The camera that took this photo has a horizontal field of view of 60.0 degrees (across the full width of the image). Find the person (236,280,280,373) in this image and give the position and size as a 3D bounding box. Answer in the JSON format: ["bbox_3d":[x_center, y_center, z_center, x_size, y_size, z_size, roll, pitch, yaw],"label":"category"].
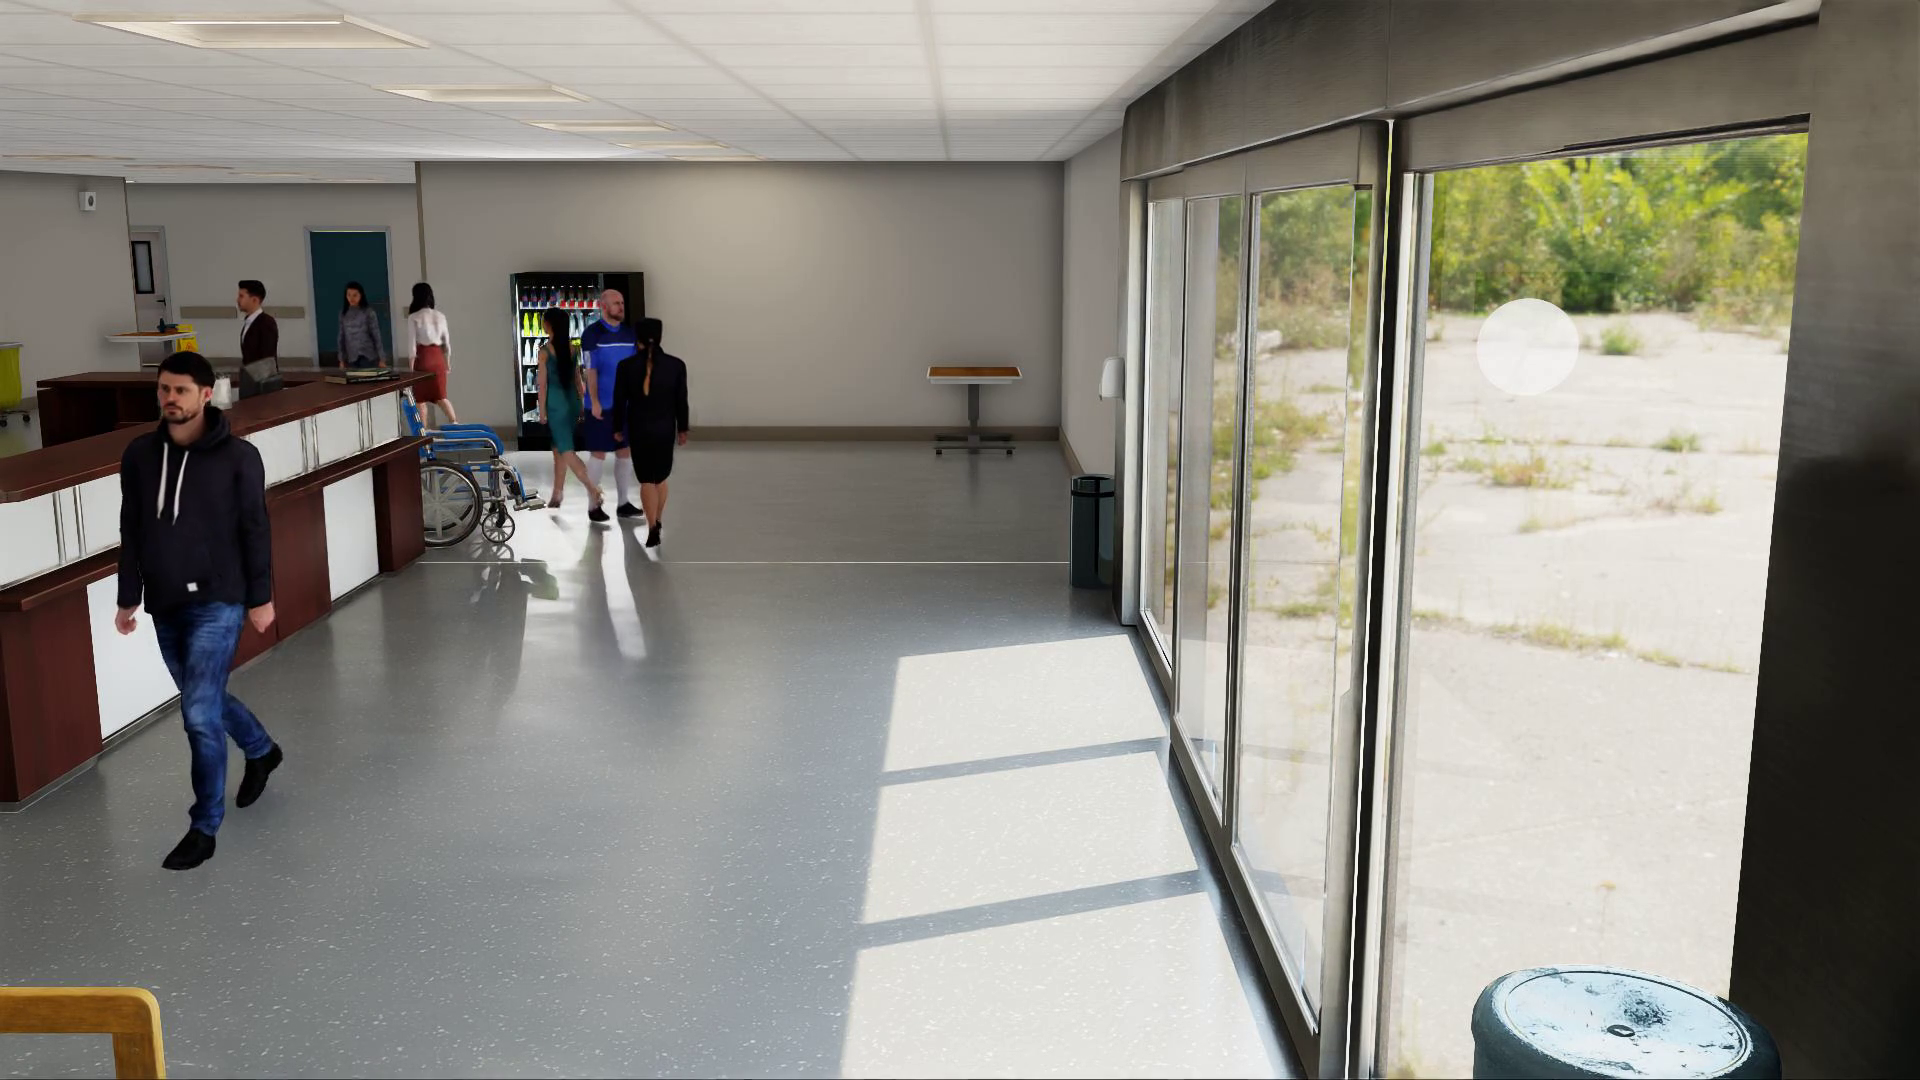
[{"bbox_3d":[-5.972,-1.312,14.504,1.262,1.821,1.149,-8,13,-37],"label":"person"}]

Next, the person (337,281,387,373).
[{"bbox_3d":[-6.617,-2.007,18.556,1.150,1.675,0.892,2,11,12],"label":"person"}]

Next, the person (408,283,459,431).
[{"bbox_3d":[-5.351,-1.722,16.917,1.102,1.727,1.043,10,15,42],"label":"person"}]

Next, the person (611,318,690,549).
[{"bbox_3d":[-2.213,-0.728,11.921,1.081,1.636,1.001,-4,12,-22],"label":"person"}]

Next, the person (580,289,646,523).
[{"bbox_3d":[-2.787,-1.071,13.189,0.791,1.839,0.751,9,14,40],"label":"person"}]

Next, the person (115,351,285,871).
[{"bbox_3d":[-2.822,0.234,6.272,1.192,1.853,0.866,2,11,9],"label":"person"}]

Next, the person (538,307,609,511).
[{"bbox_3d":[-3.116,-0.990,13.291,1.087,1.640,0.944,8,13,37],"label":"person"}]
